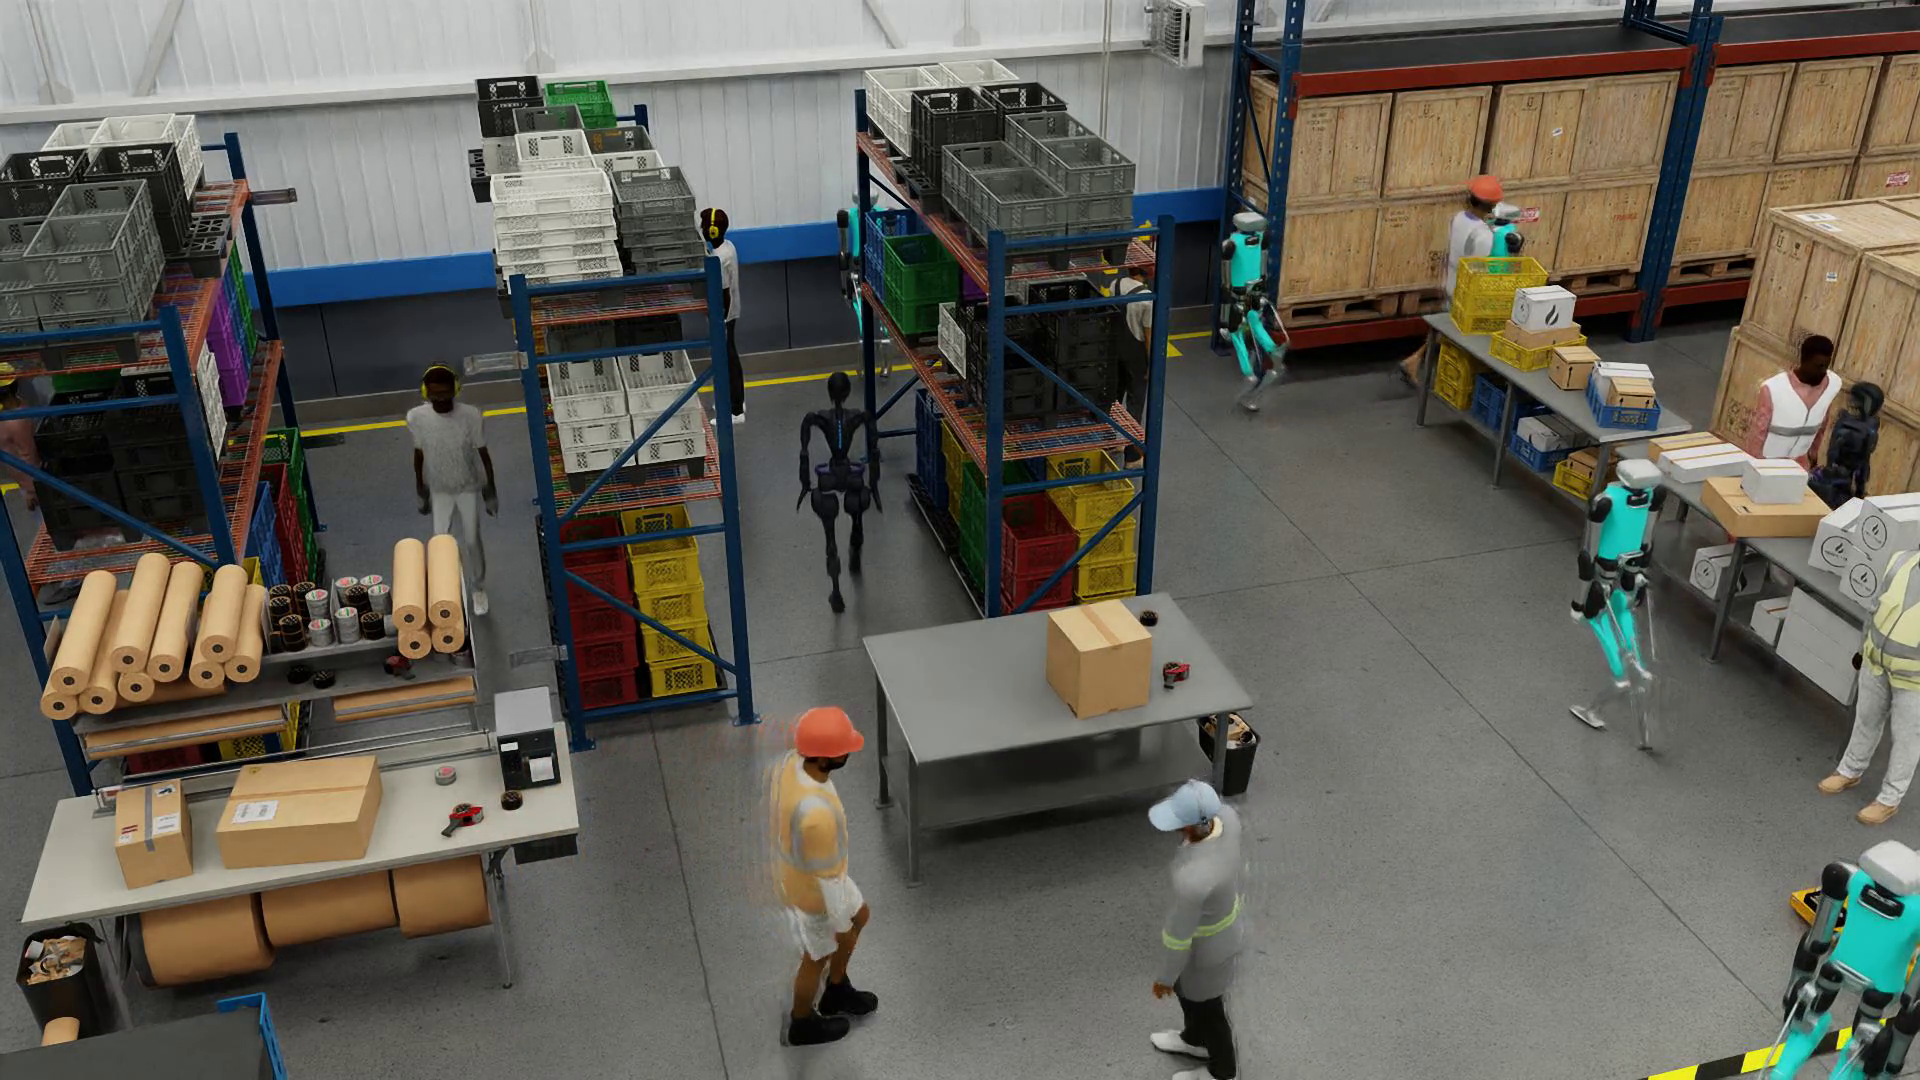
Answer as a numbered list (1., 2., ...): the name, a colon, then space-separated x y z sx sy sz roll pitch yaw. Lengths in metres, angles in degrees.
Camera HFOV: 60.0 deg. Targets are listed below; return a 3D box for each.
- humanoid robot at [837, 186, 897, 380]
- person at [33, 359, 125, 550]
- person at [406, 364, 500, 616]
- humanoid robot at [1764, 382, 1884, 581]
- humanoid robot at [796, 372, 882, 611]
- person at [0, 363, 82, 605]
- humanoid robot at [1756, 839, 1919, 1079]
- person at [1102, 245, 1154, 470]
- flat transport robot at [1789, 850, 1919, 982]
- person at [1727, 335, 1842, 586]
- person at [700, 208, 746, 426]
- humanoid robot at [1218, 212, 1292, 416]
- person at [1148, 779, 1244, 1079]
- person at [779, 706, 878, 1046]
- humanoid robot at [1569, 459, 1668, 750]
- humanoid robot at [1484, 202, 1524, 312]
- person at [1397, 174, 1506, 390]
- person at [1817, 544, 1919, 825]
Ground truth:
1. humanoid robot: -0.782 -2.176 14.456 0.533 1.677 0.735 -2 29 -3
2. person: -6.281 -0.719 11.941 0.502 1.726 0.366 2 29 5
3. person: -3.348 -0.279 11.030 0.550 1.849 0.615 -5 29 -10
4. humanoid robot: 5.934 -0.343 11.345 0.585 1.639 0.618 -20 34 -32
5. humanoid robot: -0.839 -0.384 11.440 0.589 1.623 0.766 -4 29 -7
6. person: -6.349 -0.406 11.344 0.306 1.768 0.524 -17 33 -29
7. humanoid robot: 3.519 2.035 6.806 0.737 1.686 0.534 -18 34 -29
8. person: 1.359 -1.449 13.176 0.345 1.837 0.500 -20 35 -32
9. flat transport robot: 5.163 1.916 8.676 1.431 0.231 0.659 -8 30 -14
10. person: 5.700 -0.542 11.465 0.676 1.889 0.630 -6 29 -10
11. person: -1.989 -1.859 13.882 0.315 1.869 0.533 -1 29 -1
12. humanoid robot: 2.505 -1.787 13.930 0.536 1.829 0.721 -19 34 -31
13. person: 1.048 1.765 7.341 0.519 1.819 0.624 9 30 16
14. person: -0.567 1.554 7.620 0.613 1.915 0.587 -7 29 -12
15. humanoid robot: 4.007 0.487 9.859 0.550 1.892 0.766 -12 31 -21
16. humanoid robot: 4.750 -2.061 14.391 0.711 1.789 0.530 -11 31 -19
17. person: 4.283 -2.148 14.256 0.772 2.021 0.614 -7 29 -12
18. person: 5.232 0.725 9.222 0.429 1.837 0.622 -11 31 -19
